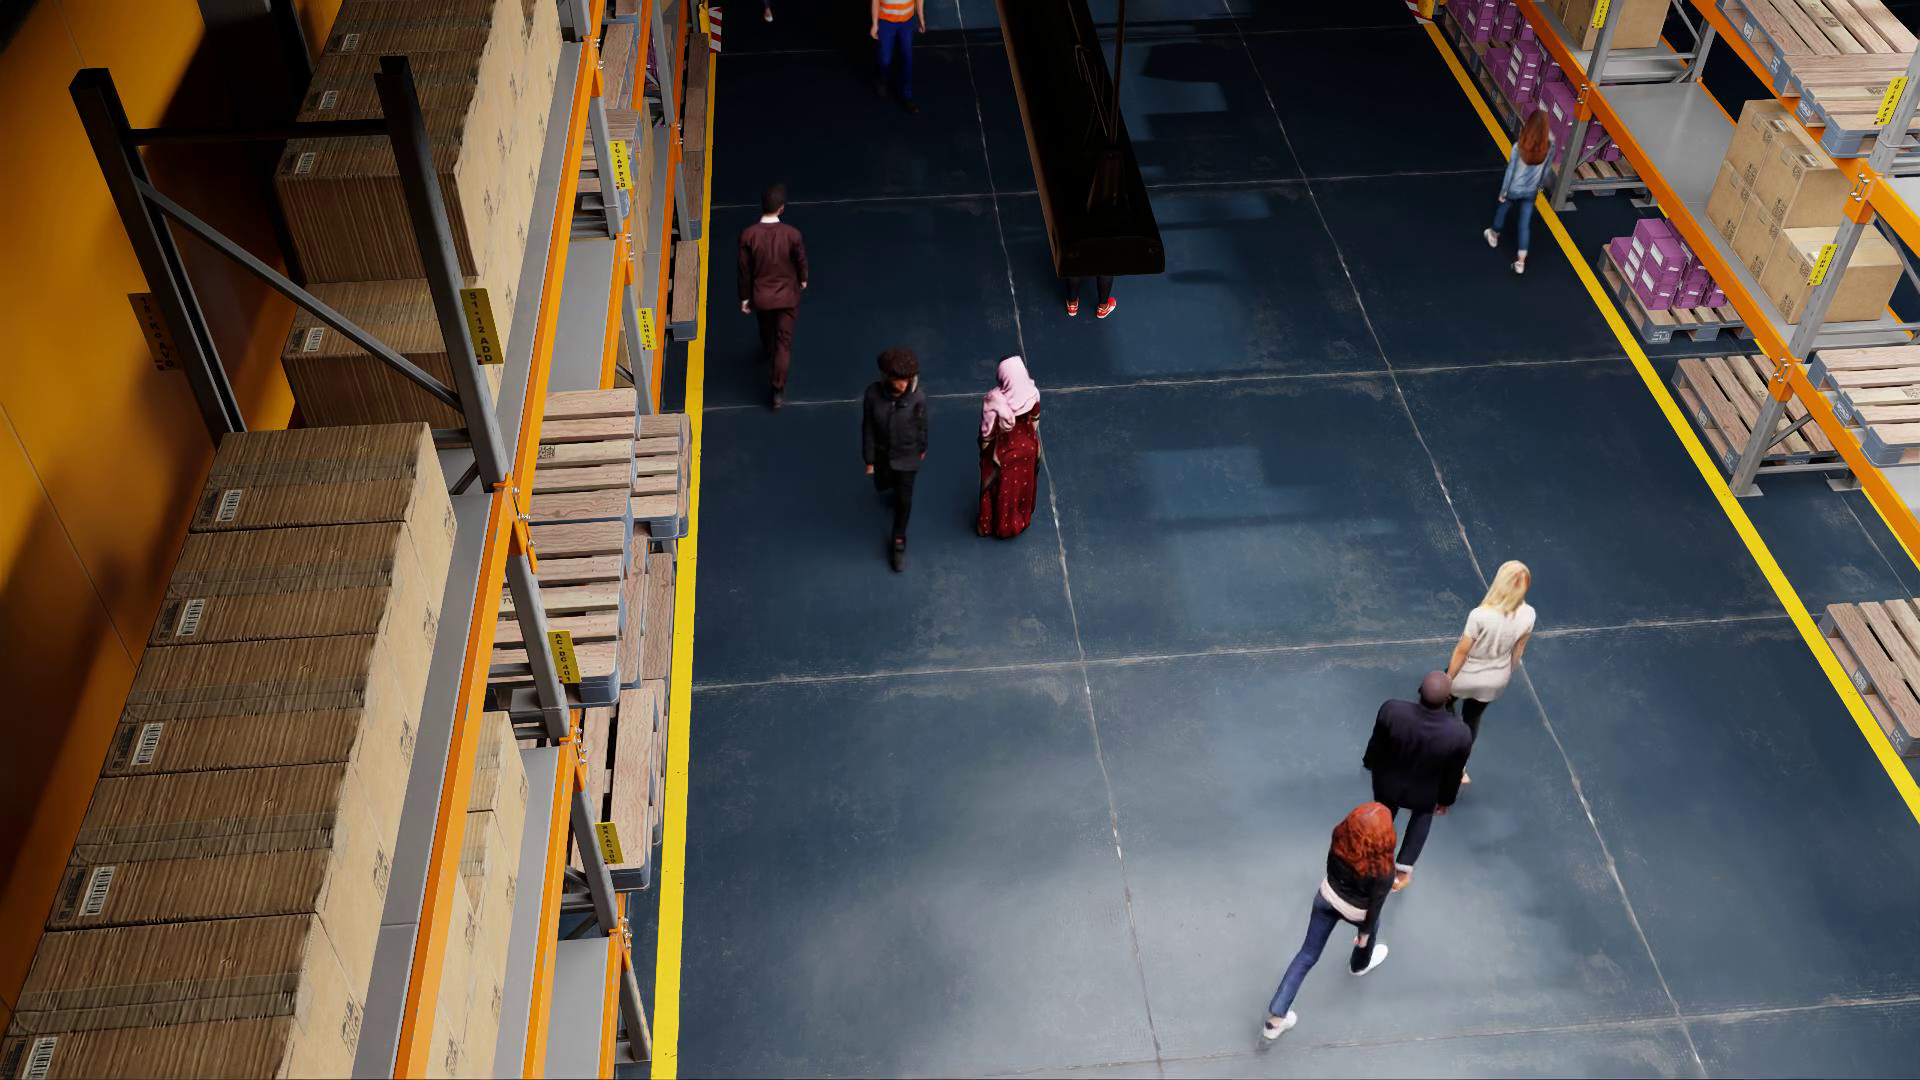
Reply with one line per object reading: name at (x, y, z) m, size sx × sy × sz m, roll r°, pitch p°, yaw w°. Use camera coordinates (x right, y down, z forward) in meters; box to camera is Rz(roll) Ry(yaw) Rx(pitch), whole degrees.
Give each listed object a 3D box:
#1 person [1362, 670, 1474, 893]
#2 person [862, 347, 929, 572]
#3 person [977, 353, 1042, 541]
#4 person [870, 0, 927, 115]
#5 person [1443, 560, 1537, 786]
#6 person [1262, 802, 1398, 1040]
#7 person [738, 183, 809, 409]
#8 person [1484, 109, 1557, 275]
person at (2.531, 1.437, 9.492) m, size 0.821 × 1.808 × 0.822 m, roll 16°, pitch 46°, yaw 16°
person at (-0.466, -0.675, 11.758) m, size 0.706 × 1.742 × 1.126 m, roll 3°, pitch 44°, yaw 3°
person at (0.355, -0.666, 11.825) m, size 0.741 × 1.636 × 0.724 m, roll -18°, pitch 47°, yaw -18°
person at (-0.658, -5.159, 16.368) m, size 0.872 × 1.874 × 0.970 m, roll -16°, pitch 46°, yaw -17°
person at (3.175, 0.887, 10.063) m, size 0.667 × 1.817 × 0.733 m, roll -7°, pitch 44°, yaw -8°
person at (1.993, 2.041, 8.910) m, size 1.135 × 1.738 × 1.212 m, roll -30°, pitch 51°, yaw -28°
person at (-1.435, -1.840, 12.929) m, size 0.790 × 1.813 × 1.180 m, roll 1°, pitch 44°, yaw 1°
person at (4.891, -2.995, 14.403) m, size 0.592 × 1.452 × 0.981 m, roll -2°, pitch 44°, yaw -2°
